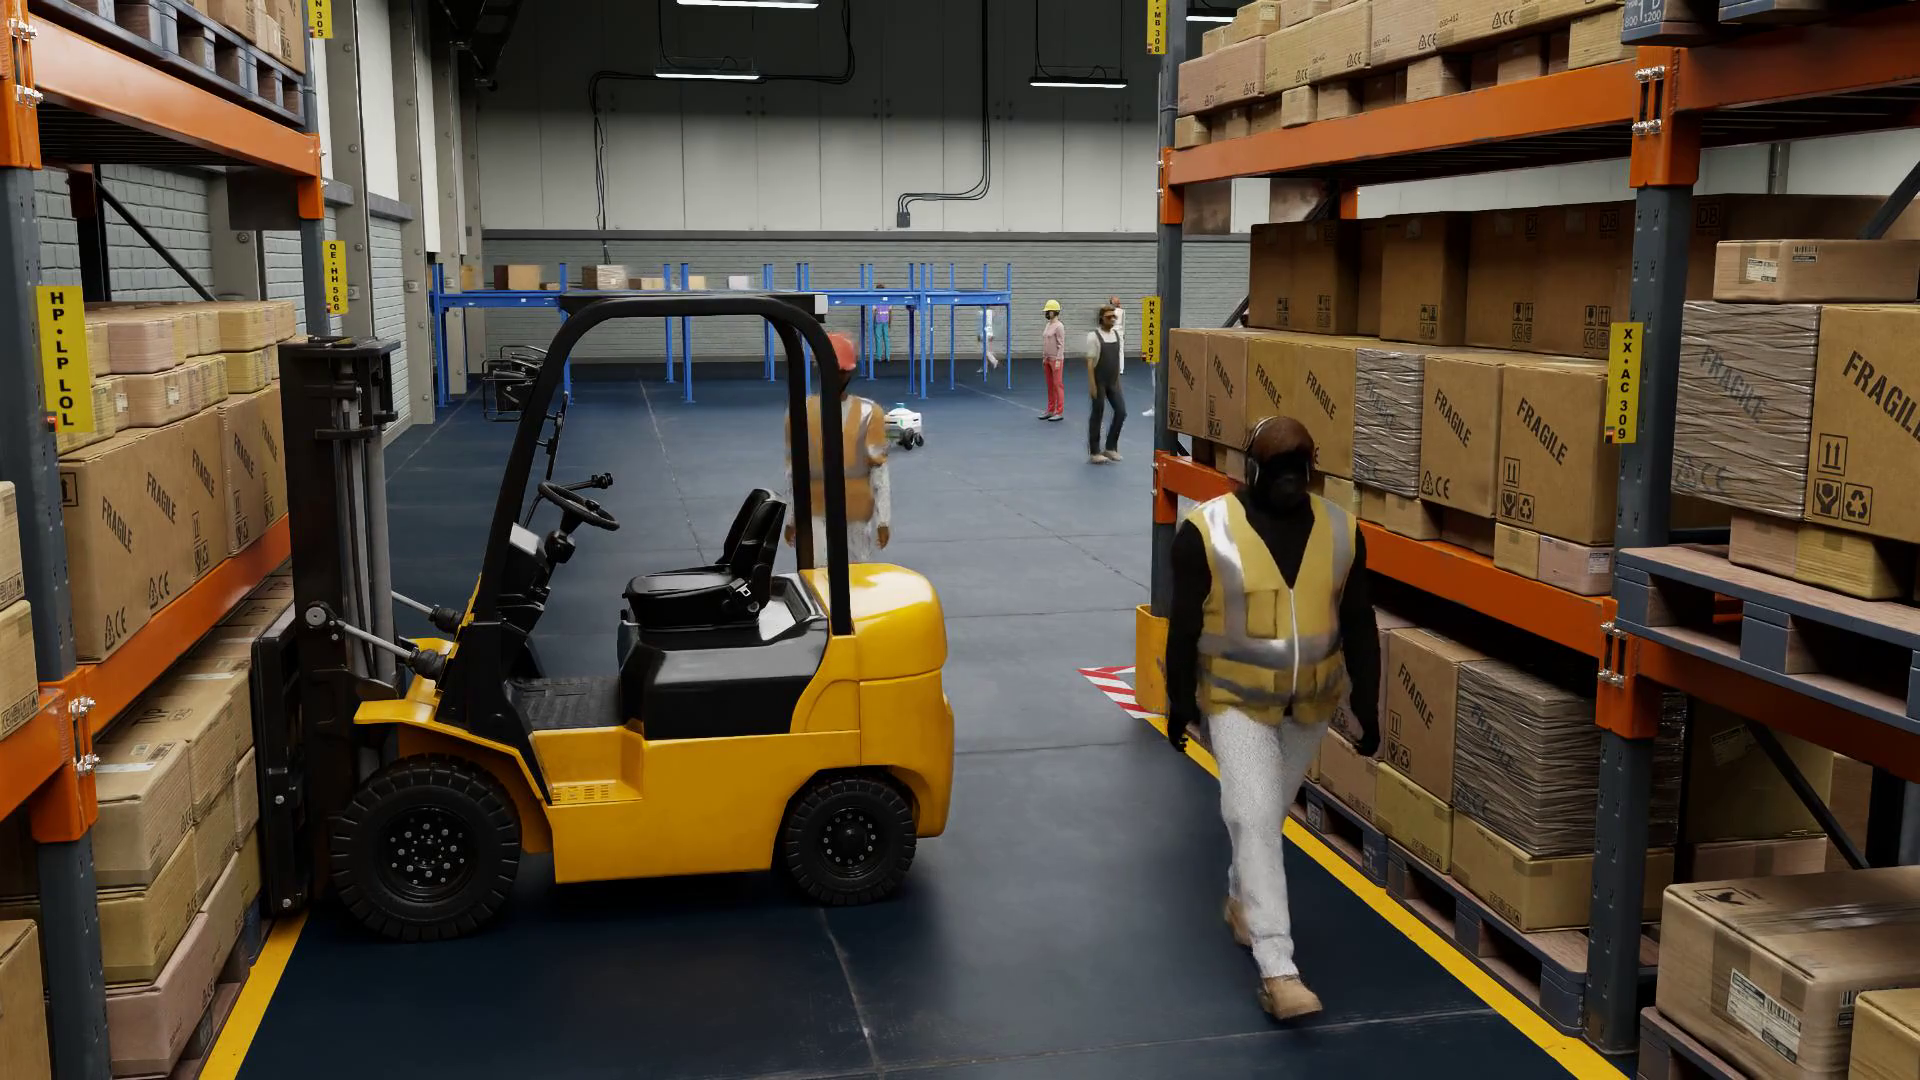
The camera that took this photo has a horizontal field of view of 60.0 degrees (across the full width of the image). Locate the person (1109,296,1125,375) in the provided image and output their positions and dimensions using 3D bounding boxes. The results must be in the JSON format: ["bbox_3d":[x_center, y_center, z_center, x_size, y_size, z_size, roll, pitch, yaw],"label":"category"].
[{"bbox_3d":[3.247,-4.284,34.873,0.514,1.642,0.314,-5,11,-30],"label":"person"}]

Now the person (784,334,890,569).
[{"bbox_3d":[-0.659,-0.147,8.916,0.566,1.891,0.902,-1,9,-4],"label":"person"}]

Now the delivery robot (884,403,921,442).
[{"bbox_3d":[-0.754,-1.477,20.912,0.477,0.478,0.707,3,10,19],"label":"delivery robot"}]

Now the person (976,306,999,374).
[{"bbox_3d":[0.582,-4.328,35.230,0.615,1.617,0.516,7,12,38],"label":"person"}]

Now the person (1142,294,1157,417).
[{"bbox_3d":[3.065,-2.759,24.954,0.744,1.854,0.529,9,13,42],"label":"person"}]

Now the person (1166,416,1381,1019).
[{"bbox_3d":[0.996,0.508,5.210,0.649,1.791,0.952,-2,10,-12],"label":"person"}]

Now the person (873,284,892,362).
[{"bbox_3d":[-1.865,-5.147,39.514,0.570,1.843,0.373,-6,11,-33],"label":"person"}]

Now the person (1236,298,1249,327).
[{"bbox_3d":[3.375,-1.876,19.440,0.561,1.894,0.710,7,12,36],"label":"person"}]

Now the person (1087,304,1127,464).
[{"bbox_3d":[1.682,-1.784,19.066,0.537,1.824,0.554,-7,12,-36],"label":"person"}]

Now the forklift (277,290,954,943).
[{"bbox_3d":[-1.179,0.175,6.143,2.313,2.155,1.214,-2,10,-12],"label":"forklift"}]

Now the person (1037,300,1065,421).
[{"bbox_3d":[1.362,-2.651,24.544,0.308,1.769,0.525,-4,10,-24],"label":"person"}]
